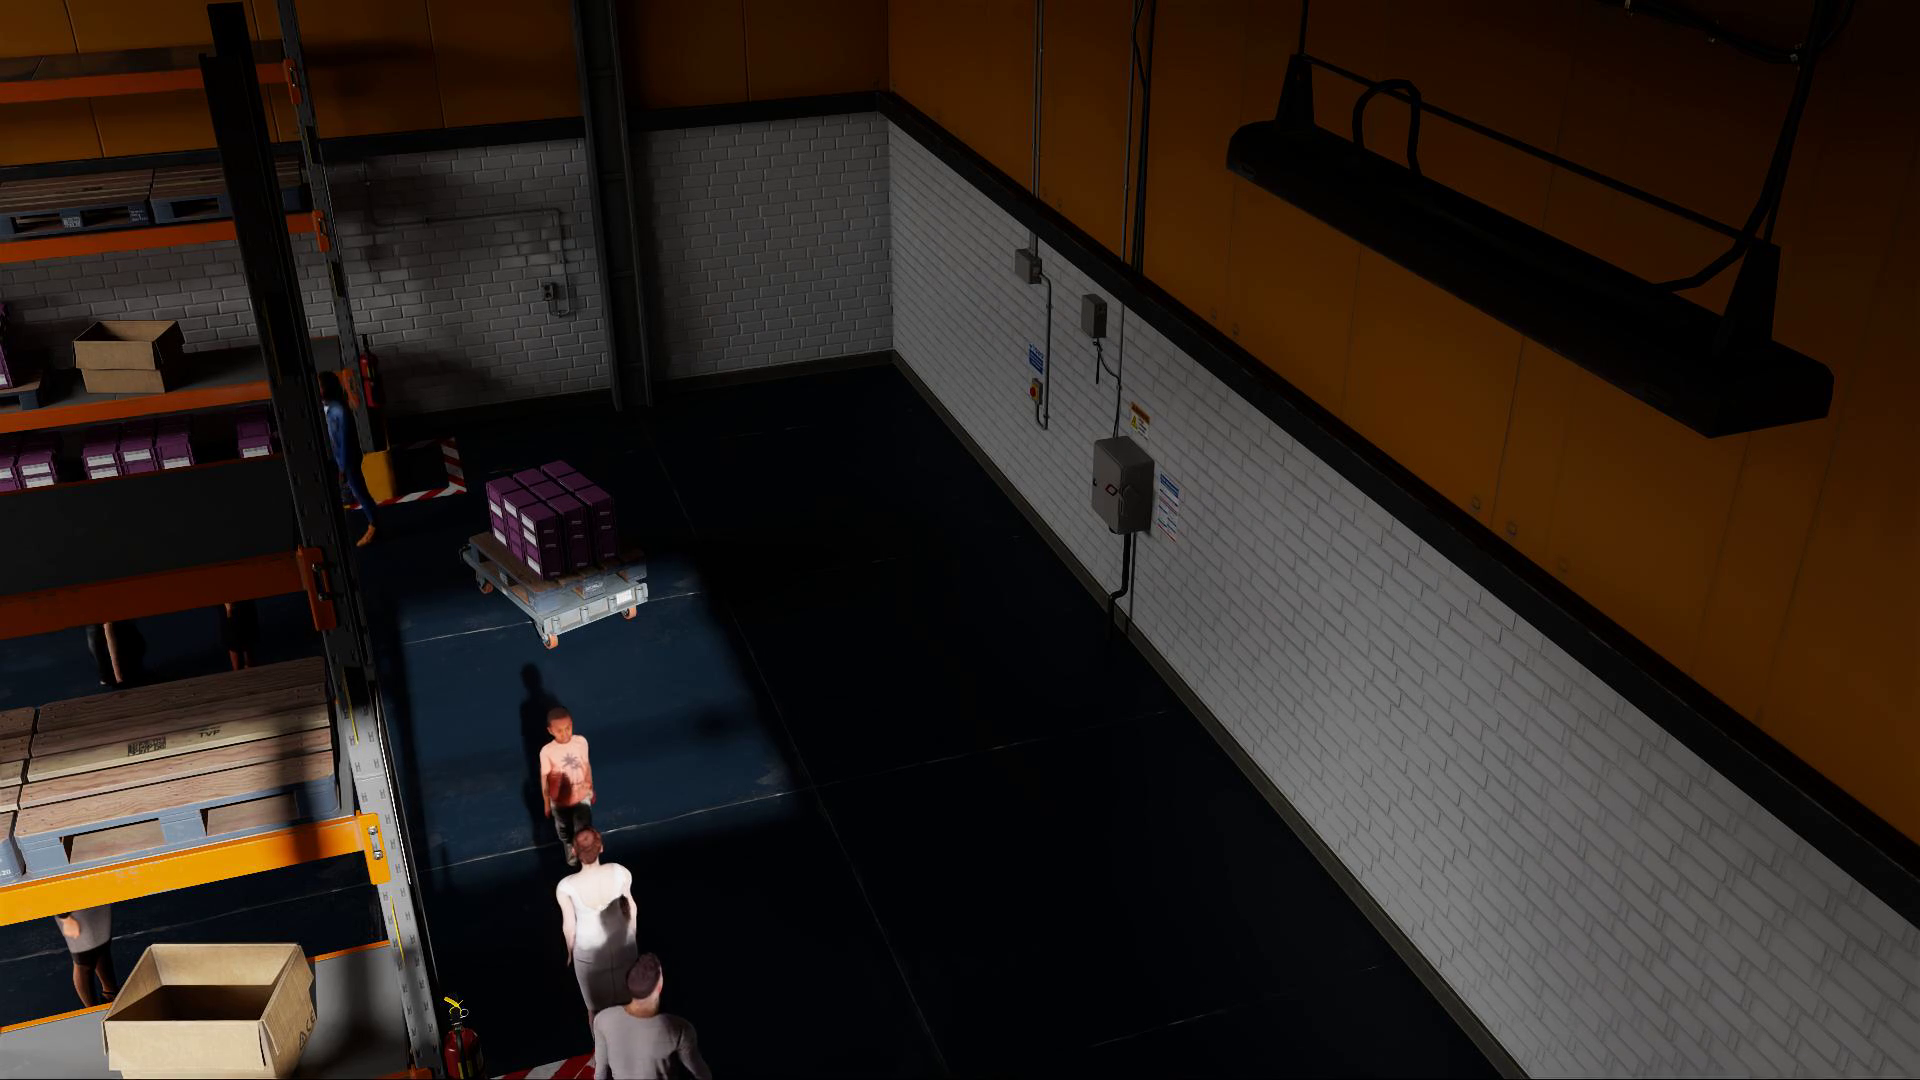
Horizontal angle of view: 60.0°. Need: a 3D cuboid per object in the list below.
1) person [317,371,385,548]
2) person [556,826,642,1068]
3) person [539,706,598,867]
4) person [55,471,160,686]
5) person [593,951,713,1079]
[{"bbox_3d":[-5.350,-0.713,14.672,0.836,1.695,0.950,23,36,36],"label":"person"},{"bbox_3d":[-1.948,2.267,9.106,0.411,1.793,0.630,-11,30,-19],"label":"person"},{"bbox_3d":[-2.563,1.627,10.818,0.816,1.277,0.584,-11,31,-20],"label":"person"},{"bbox_3d":[-6.588,0.315,12.670,0.724,1.807,0.775,14,32,24],"label":"person"},{"bbox_3d":[-1.521,2.830,8.080,1.206,1.787,1.171,7,29,12],"label":"person"}]
